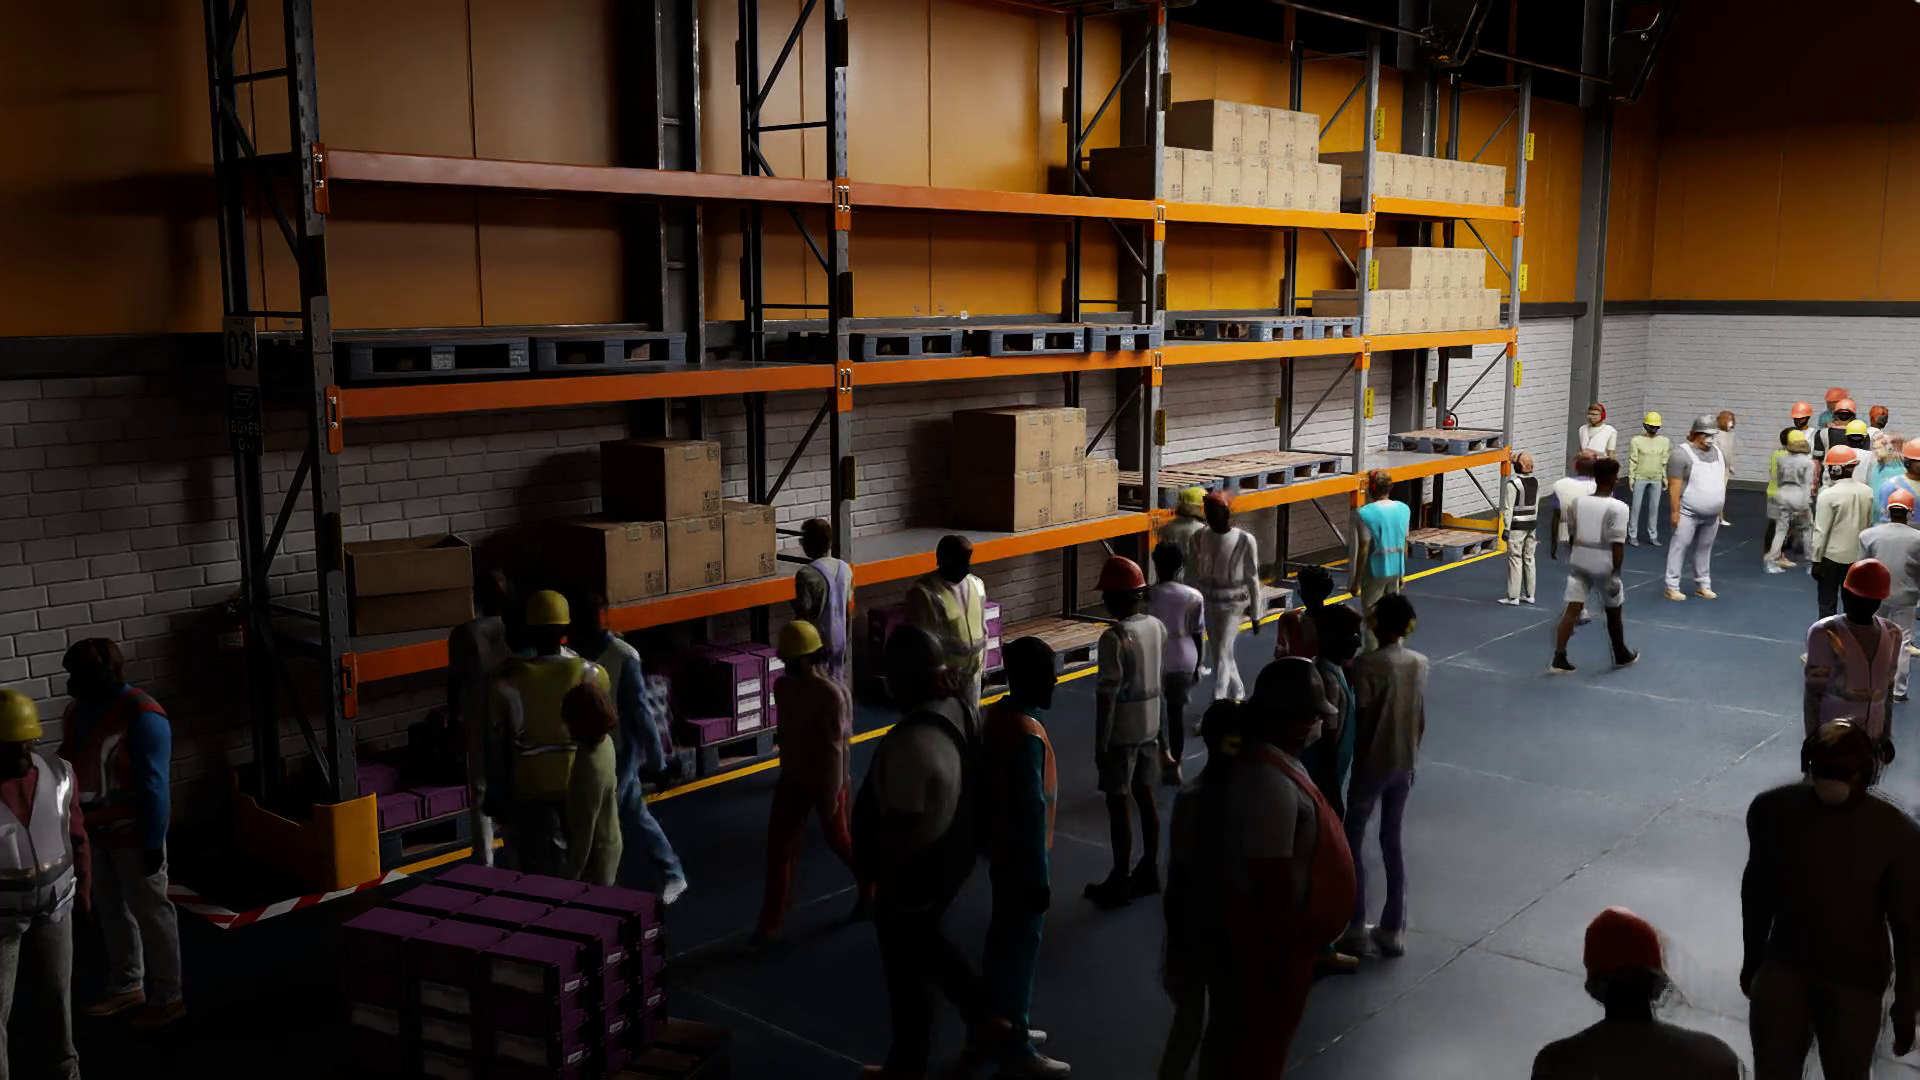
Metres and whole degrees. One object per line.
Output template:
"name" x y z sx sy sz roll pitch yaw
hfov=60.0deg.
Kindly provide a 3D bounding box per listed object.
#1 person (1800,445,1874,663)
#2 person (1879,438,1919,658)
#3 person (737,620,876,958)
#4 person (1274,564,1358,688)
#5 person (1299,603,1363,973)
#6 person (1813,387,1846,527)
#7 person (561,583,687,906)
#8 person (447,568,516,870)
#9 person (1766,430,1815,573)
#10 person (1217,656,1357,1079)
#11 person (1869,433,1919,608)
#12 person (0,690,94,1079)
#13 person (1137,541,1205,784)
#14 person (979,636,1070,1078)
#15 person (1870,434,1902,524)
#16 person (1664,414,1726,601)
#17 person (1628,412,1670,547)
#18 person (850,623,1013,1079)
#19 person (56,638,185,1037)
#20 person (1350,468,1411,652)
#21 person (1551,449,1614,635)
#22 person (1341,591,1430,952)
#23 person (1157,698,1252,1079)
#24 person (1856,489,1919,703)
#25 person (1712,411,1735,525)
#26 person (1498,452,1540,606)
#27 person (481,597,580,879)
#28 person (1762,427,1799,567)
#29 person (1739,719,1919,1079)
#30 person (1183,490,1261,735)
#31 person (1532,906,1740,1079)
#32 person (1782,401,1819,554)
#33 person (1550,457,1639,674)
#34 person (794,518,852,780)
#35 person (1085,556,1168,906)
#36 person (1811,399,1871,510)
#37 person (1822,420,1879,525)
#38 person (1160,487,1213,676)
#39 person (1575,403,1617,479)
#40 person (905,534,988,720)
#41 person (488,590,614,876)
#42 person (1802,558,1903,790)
"person" 7.831 0.144 14.836 0.617 1.986 0.407 -3 9 -18
"person" 8.595 0.087 15.068 0.608 2.033 0.427 -2 9 -15
"person" -0.744 1.237 8.648 0.532 1.718 0.922 7 11 39
"person" 2.178 0.990 10.295 0.541 1.695 0.315 6 11 35
"person" 1.834 1.222 8.340 0.348 1.842 0.505 1 9 5
"person" 12.204 -1.161 23.281 0.525 1.970 0.643 -1 9 -9
"person" -1.860 1.137 8.878 1.006 1.846 0.659 -8 12 -41
"person" -2.648 1.068 9.476 0.558 1.824 0.646 -2 9 -11
"person" 9.822 -0.442 19.540 0.676 1.692 0.507 -6 11 -33
"person" 1.235 1.432 6.342 0.536 2.000 0.688 0 9 3
"person" 9.829 -0.188 17.418 0.911 1.858 0.711 -1 9 -5
"person" -3.782 1.489 6.679 0.403 1.825 0.593 6 11 35
"person" 1.407 0.856 11.216 0.556 1.672 0.536 -1 9 -9
"person" 0.250 1.358 7.212 0.376 1.917 0.600 -2 9 -13
"person" 11.230 -0.500 20.160 0.433 1.605 0.560 -4 10 -27
"person" 7.941 -0.357 17.880 0.690 2.000 0.541 -2 9 -14
"person" 8.918 -0.784 21.542 0.525 1.760 0.341 0 9 1
"person" -0.171 1.332 6.984 0.588 2.000 0.691 3 9 20
"person" -3.859 1.342 7.617 0.632 1.833 0.430 5 10 29
"person" 3.602 0.309 14.211 0.570 1.843 0.372 -5 10 -29
"person" 6.078 0.012 16.277 0.583 1.804 0.958 7 11 39
"person" 2.204 1.188 8.602 0.561 1.823 0.504 -4 10 -23
"person" 0.933 1.521 6.379 0.372 1.856 0.705 6 11 34
"person" 7.630 0.452 13.613 0.567 1.743 0.350 8 12 41
"person" 10.675 -1.002 23.347 0.507 1.631 0.266 -5 10 -31
"person" 5.949 -0.115 17.647 0.509 1.629 0.315 -6 11 -36
"person" -2.192 1.200 8.479 0.429 1.844 0.625 5 10 31
"person" 9.934 -0.521 20.073 0.318 1.691 0.537 0 9 -1
"person" 3.085 1.563 5.938 0.843 1.909 0.649 -9 12 -44
"person" 2.030 0.527 12.857 0.595 1.843 0.963 7 11 38
"person" 1.823 1.875 4.502 0.559 1.721 0.707 1 9 8
"person" 10.592 -0.788 21.030 0.386 1.929 0.543 -4 10 -25
"person" 5.576 0.227 14.561 1.026 1.915 0.618 -6 11 -35
"person" -0.944 0.761 11.337 0.353 1.837 0.511 7 11 39
"person" 0.904 1.047 9.195 0.386 1.929 0.547 8 12 41
"person" 10.594 -0.685 20.051 0.611 2.030 0.410 5 10 28
"person" 9.785 -0.358 18.282 0.587 1.919 0.395 4 10 27
"person" 1.853 0.394 14.193 0.529 1.685 0.814 5 10 30
"person" 8.407 -0.891 21.984 0.384 1.837 0.563 -5 10 -27
"person" -0.055 0.868 10.666 0.631 1.837 0.429 -7 11 -38
"person" -2.017 1.203 8.250 0.602 1.922 0.424 -3 9 -16
"person" 4.907 1.050 9.152 0.547 1.934 0.375 -1 9 -8
